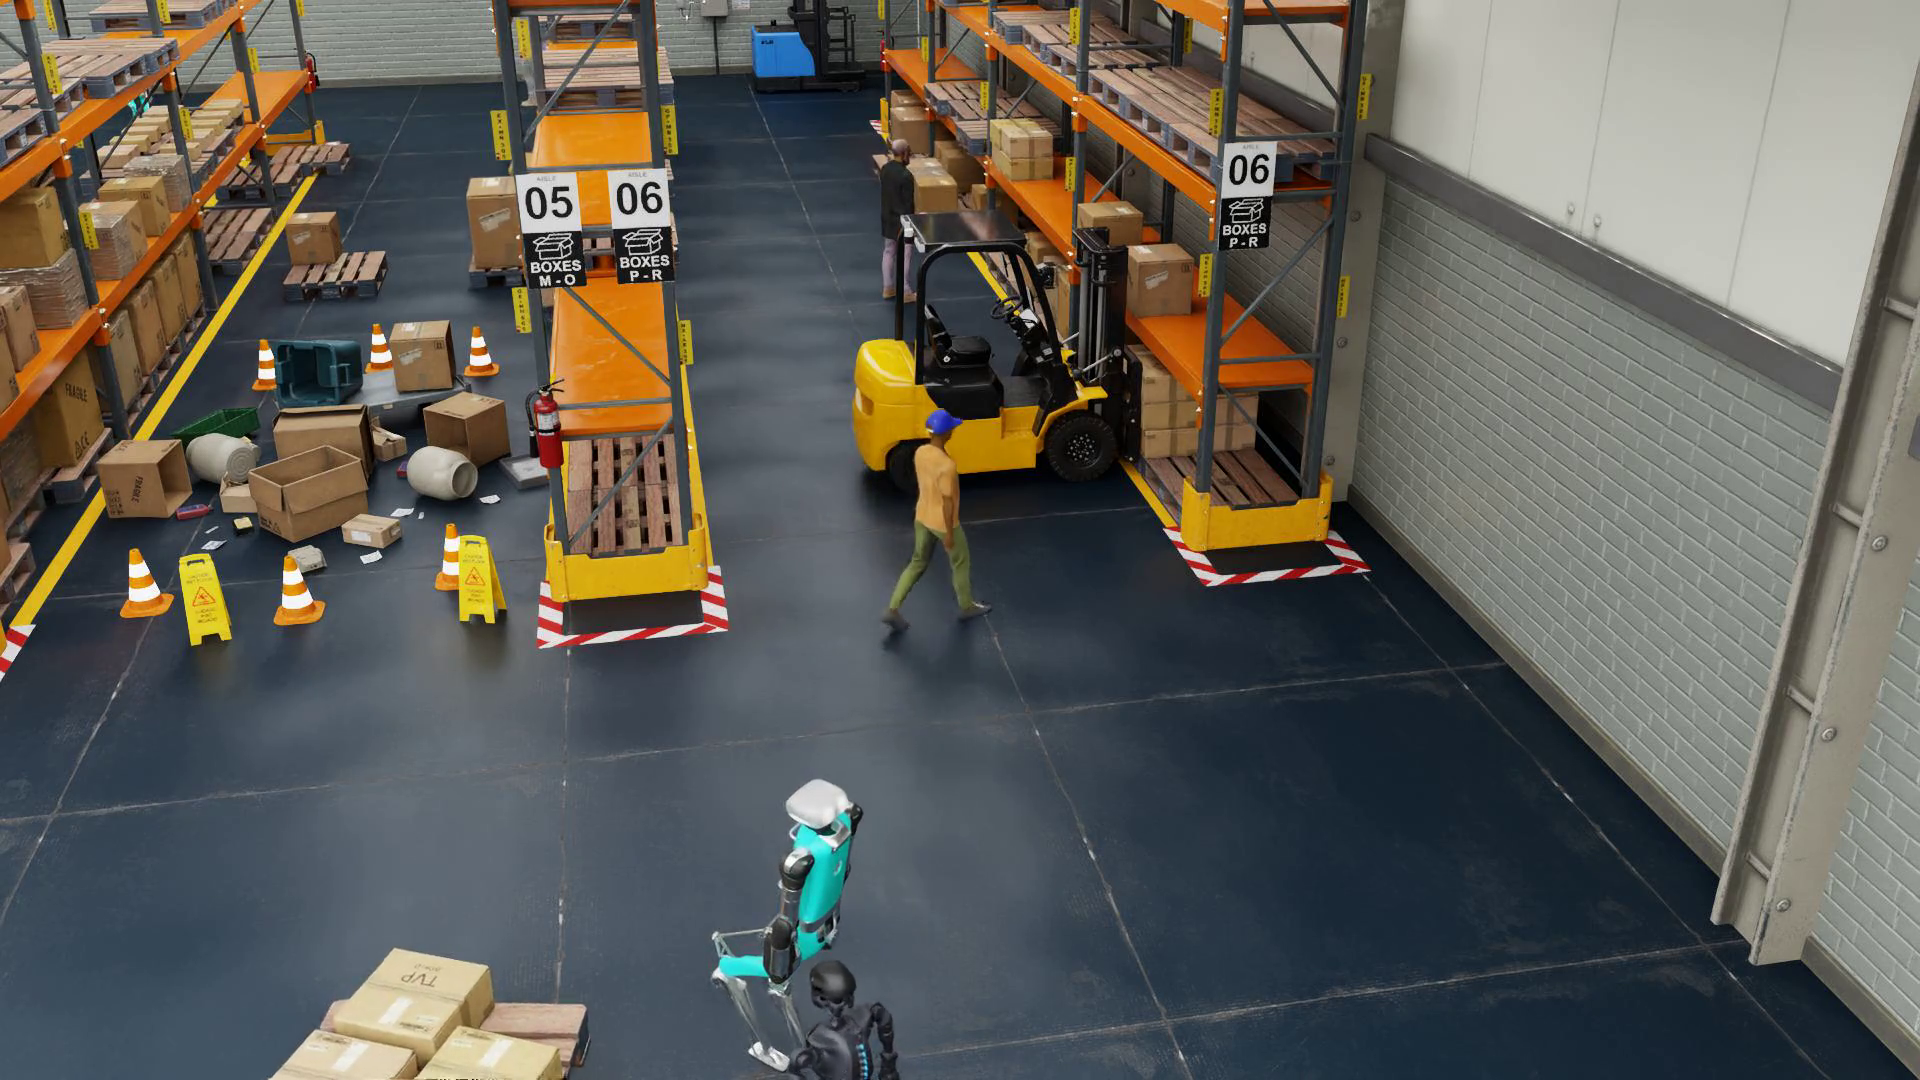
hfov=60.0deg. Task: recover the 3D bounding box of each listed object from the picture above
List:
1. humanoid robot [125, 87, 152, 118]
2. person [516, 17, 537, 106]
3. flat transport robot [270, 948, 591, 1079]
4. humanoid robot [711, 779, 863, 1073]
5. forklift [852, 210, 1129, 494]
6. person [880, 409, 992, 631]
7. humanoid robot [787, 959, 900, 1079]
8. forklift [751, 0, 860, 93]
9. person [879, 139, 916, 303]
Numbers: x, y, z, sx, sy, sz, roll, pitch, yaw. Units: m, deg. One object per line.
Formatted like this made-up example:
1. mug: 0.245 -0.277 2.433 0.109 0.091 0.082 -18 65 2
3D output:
1. humanoid robot: -12.766 -6.886 25.763 0.550 1.739 0.893 -18 31 -33
2. person: -7.585 -8.490 29.055 0.455 1.786 0.632 -8 27 -16
3. flat transport robot: -2.362 2.693 7.521 0.659 0.231 1.431 1 26 1
4. humanoid robot: -0.863 1.815 7.670 0.843 1.765 0.538 13 29 25
5. forklift: 0.216 -1.659 14.366 2.313 2.155 1.214 -5 26 -10
6. person: -0.182 -0.133 11.775 0.849 1.679 0.457 -19 32 -34
7. humanoid robot: -0.441 2.373 6.566 0.369 1.641 0.610 22 33 37
8. forklift: -2.872 -9.679 30.288 1.873 2.768 1.129 -5 26 -10
9. person: -0.697 -3.602 18.811 0.402 1.850 0.526 -21 33 -36
